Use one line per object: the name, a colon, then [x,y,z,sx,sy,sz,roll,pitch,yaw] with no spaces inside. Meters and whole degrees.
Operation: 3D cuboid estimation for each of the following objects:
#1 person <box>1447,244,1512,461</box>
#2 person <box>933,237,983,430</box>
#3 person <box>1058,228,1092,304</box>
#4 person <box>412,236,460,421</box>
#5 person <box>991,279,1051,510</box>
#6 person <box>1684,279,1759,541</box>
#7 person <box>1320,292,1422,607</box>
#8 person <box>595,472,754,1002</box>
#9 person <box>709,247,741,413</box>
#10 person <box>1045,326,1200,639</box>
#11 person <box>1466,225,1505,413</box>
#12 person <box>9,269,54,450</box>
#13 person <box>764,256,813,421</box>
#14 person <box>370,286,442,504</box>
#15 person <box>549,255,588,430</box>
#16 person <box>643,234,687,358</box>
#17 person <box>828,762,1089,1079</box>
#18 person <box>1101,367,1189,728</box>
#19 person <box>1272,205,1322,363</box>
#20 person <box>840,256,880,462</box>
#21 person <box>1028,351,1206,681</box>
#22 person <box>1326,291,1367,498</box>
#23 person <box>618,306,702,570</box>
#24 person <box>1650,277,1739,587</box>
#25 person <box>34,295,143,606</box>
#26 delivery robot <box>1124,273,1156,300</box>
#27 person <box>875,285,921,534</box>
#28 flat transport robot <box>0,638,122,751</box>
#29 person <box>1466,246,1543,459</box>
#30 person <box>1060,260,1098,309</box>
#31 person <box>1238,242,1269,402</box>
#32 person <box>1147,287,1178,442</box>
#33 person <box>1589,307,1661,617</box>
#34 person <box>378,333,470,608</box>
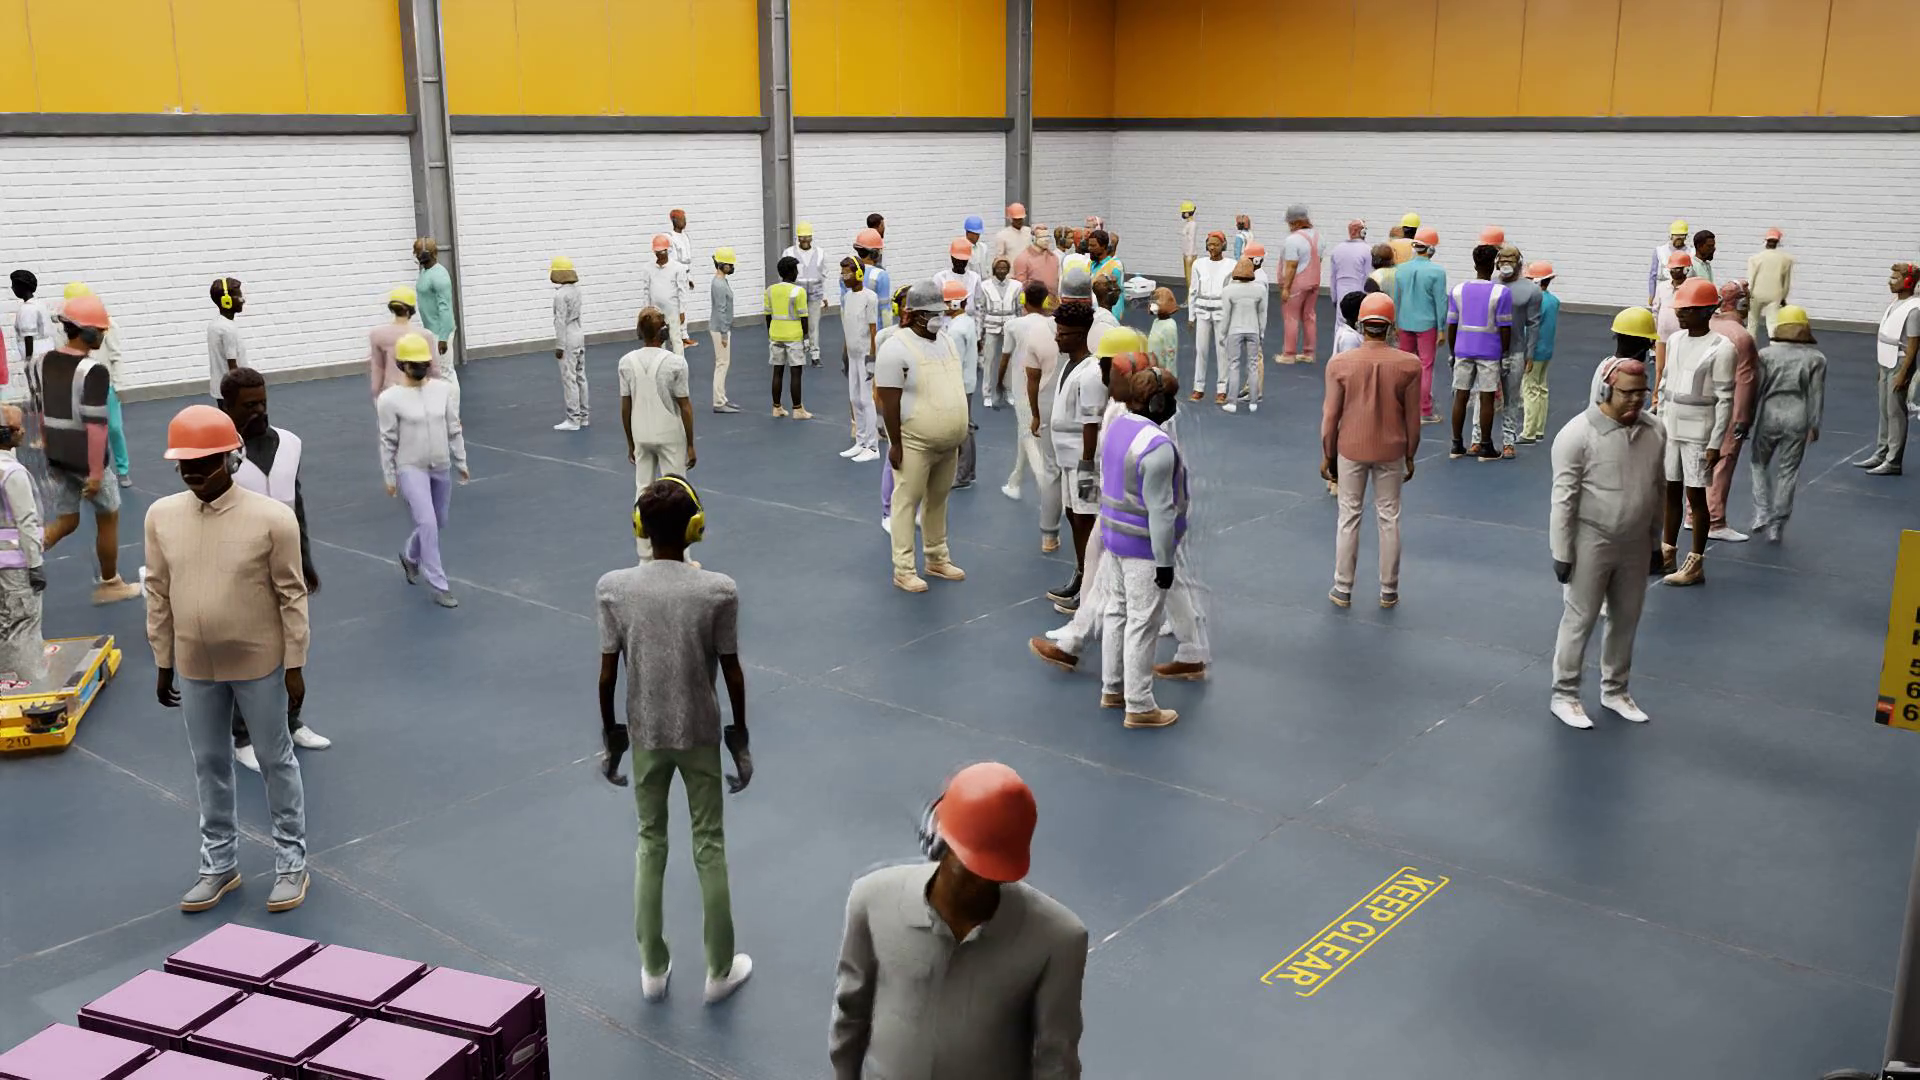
person: [4.717,-1.699,15.112,0.600,1.967,0.367,12,18,39]
person: [-0.011,-2.038,16.545,0.542,1.929,0.374,-7,16,-28]
person: [1.339,-2.533,18.612,0.342,1.882,0.586,-10,17,-33]
person: [-5.209,-2.039,16.538,0.377,1.936,0.628,-8,16,-30]
person: [0.580,-1.163,13.284,0.540,1.815,0.949,-7,15,-25]
person: [5.646,-0.957,12.260,0.410,1.913,0.643,-1,14,-3]
person: [2.584,-0.558,10.492,0.610,1.996,0.386,2,14,8]
person: [-0.981,0.695,5.748,0.533,1.868,0.310,1,14,2]
person: [-2.490,-2.216,17.619,0.342,1.753,0.533,-2,14,-7]
person: [1.003,-0.318,9.768,0.913,1.894,0.591,1,14,6]
person: [5.592,-2.333,17.629,0.424,1.979,0.660,-3,14,-12]
person: [-8.716,-1.707,15.722,0.319,1.686,0.539,-4,15,-15]
person: [-1.774,-2.079,17.186,0.540,1.692,0.317,8,16,30]
person: [-4.479,-1.201,13.589,0.537,1.733,0.794,0,14,1]
person: [-3.946,-1.982,16.714,0.314,1.737,0.488,2,14,9]
person: [-3.516,-2.751,19.769,0.565,1.744,0.350,4,15,17]
person: [-0.017,1.284,3.706,0.589,1.710,0.641,2,14,8]
person: [0.936,0.034,8.474,0.431,1.835,0.623,-4,15,-17]
person: [4.307,-3.273,21.252,0.729,2.000,0.550,-13,19,-42]
person: [-0.926,-1.645,15.135,0.350,1.856,0.522,-10,17,-35]
person: [0.905,-0.125,9.090,1.021,1.820,0.586,4,15,16]
person: [3.180,-1.190,13.625,0.315,1.697,0.541,2,14,8]
person: [-2.012,-0.645,11.149,0.508,1.846,0.345,3,14,14]
person: [4.795,-0.709,11.003,0.391,2.041,0.615,-4,15,-16]
person: [-5.490,-0.487,10.214,0.668,2.002,0.902,6,15,22]
delivery robot: [2.985,-4.231,27.903,0.477,0.478,0.707,10,17,34]
person: [-0.404,-0.970,12.420,0.510,1.862,0.320,-7,16,-26]
flat transport robot: [-4.870,0.774,8.668,0.652,0.197,1.431,-4,14,-16]
person: [4.965,-1.716,15.238,0.631,1.940,0.372,6,15,22]
person: [1.080,-1.624,15.106,0.403,1.824,0.603,-8,16,-28]
person: [3.219,-2.405,18.372,0.329,1.750,0.560,0,14,0]
person: [1.751,-1.395,14.569,0.277,1.636,0.505,-3,14,-10]
person: [4.085,-0.491,10.371,0.382,1.923,0.593,4,15,17]
person: [-3.476,-0.479,10.696,0.801,1.732,0.519,12,19,41]
